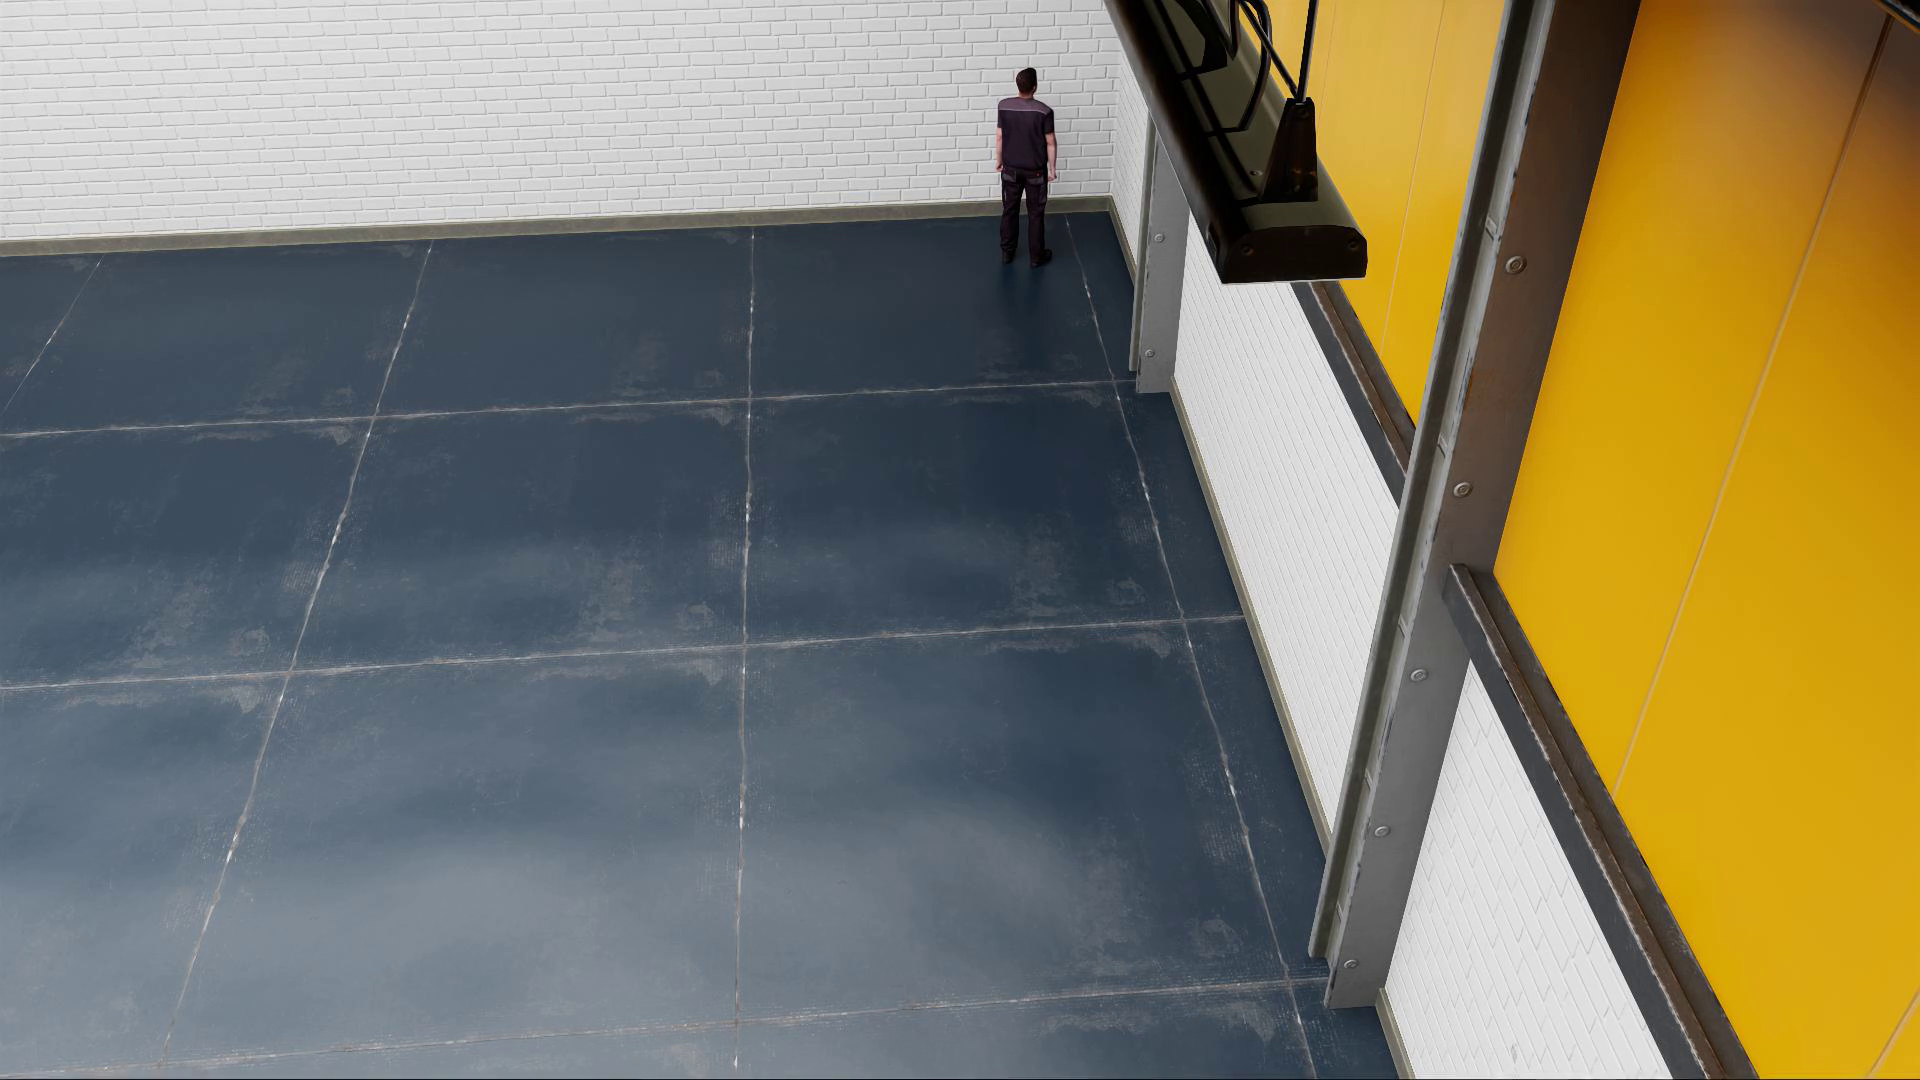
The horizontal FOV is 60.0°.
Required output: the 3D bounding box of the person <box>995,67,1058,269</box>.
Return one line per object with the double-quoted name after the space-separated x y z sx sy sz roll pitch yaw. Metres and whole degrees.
0.578 -3.311 14.782 0.807 1.846 0.765 13 40 16 "person"
